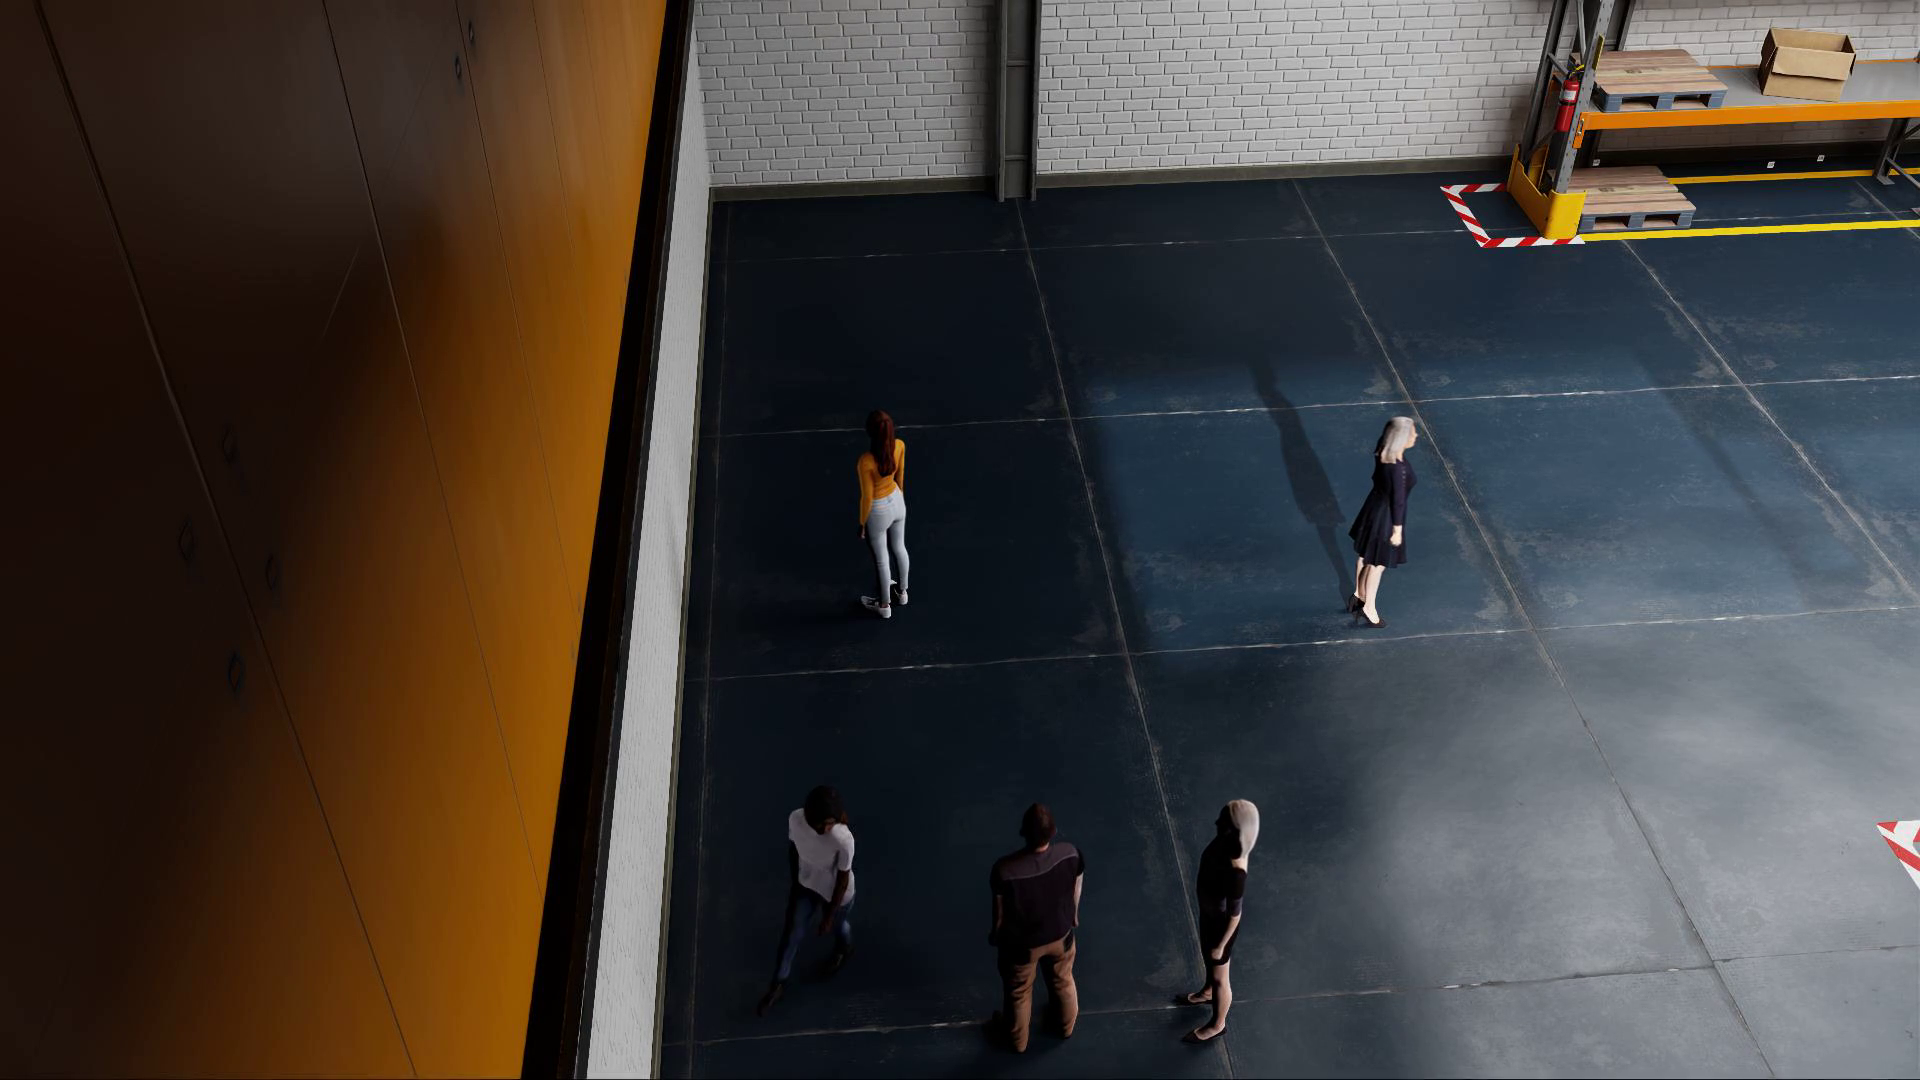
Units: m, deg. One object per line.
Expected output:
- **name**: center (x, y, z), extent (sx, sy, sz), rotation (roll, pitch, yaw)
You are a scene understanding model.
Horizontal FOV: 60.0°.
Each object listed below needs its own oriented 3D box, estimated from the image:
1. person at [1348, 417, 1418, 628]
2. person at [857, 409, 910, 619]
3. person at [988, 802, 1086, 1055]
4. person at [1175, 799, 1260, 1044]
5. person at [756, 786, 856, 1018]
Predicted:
- **person**: center (2.999, -0.140, 11.750), extent (0.557, 1.747, 0.592), rotation (-4, 39, -5)
- **person**: center (-0.537, -0.192, 11.811), extent (0.673, 1.751, 0.747), rotation (-31, 48, -33)
- **person**: center (0.408, 2.081, 8.893), extent (0.601, 1.841, 0.792), rotation (-10, 40, -13)
- **person**: center (1.401, 2.042, 8.951), extent (0.518, 1.830, 0.592), rotation (0, 39, 0)
- **person**: center (-0.698, 1.904, 9.241), extent (1.019, 1.683, 1.013), rotation (21, 43, 24)
